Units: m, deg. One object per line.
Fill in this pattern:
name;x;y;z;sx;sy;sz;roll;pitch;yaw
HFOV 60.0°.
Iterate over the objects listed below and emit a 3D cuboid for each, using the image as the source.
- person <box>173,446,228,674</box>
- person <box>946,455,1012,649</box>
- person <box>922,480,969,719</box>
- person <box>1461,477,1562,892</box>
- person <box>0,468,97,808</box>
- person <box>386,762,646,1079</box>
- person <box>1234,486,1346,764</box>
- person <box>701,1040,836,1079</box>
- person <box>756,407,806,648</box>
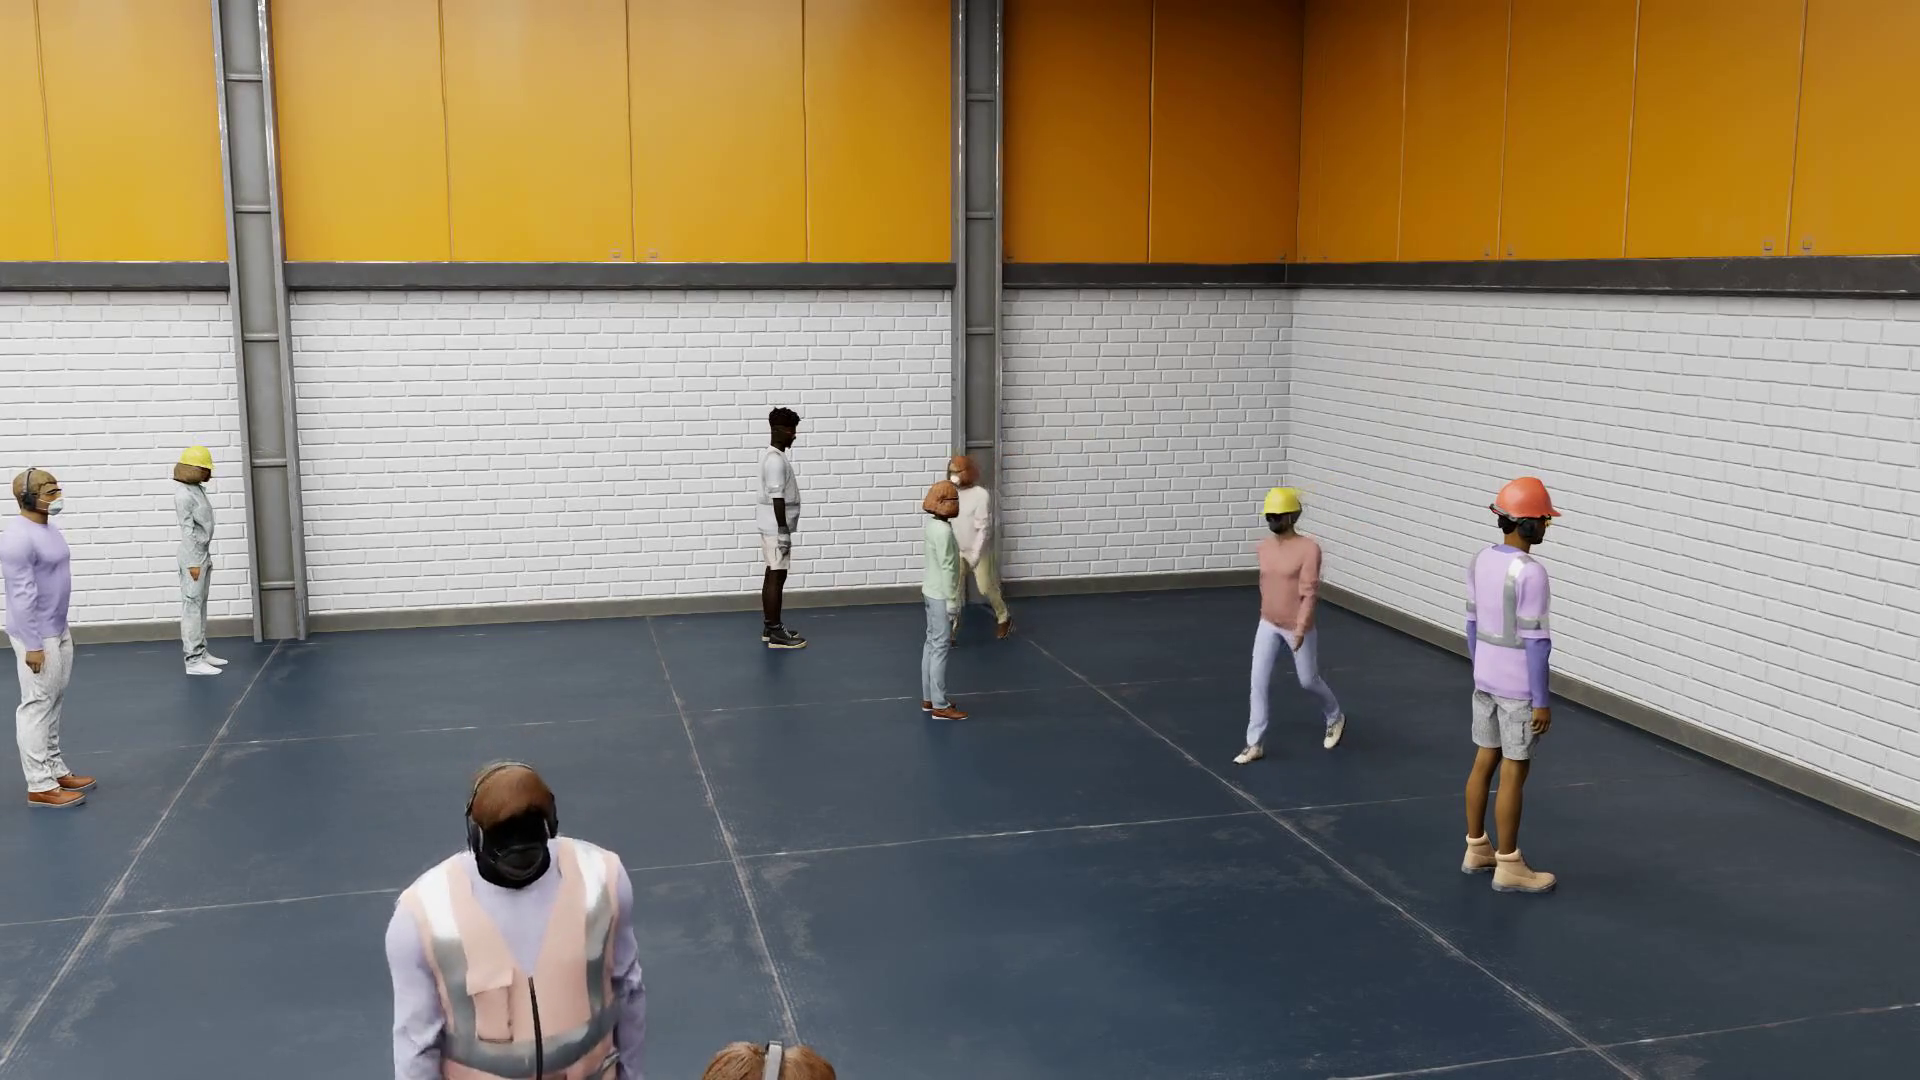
person;-5.786;0.149;12.668;0.311;1.735;0.484;-2;9;-14
person;0.100;0.082;13.533;0.496;1.593;0.846;6;11;35
person;-0.115;0.404;11.387;0.279;1.634;0.498;-2;9;-14
person;2.737;0.706;8.227;0.378;2.045;0.605;-2;9;-14
person;-5.239;0.551;9.522;0.371;1.941;0.627;-2;9;-14
person;-1.106;1.450;4.266;0.643;1.826;0.471;-4;10;-22
person;2.093;0.508;10.424;0.849;1.733;0.518;-8;12;-42
person;-0.322;1.694;2.711;0.429;1.837;0.621;-2;9;-14
person;-1.467;-0.105;13.550;0.381;1.958;0.603;-2;9;-14
